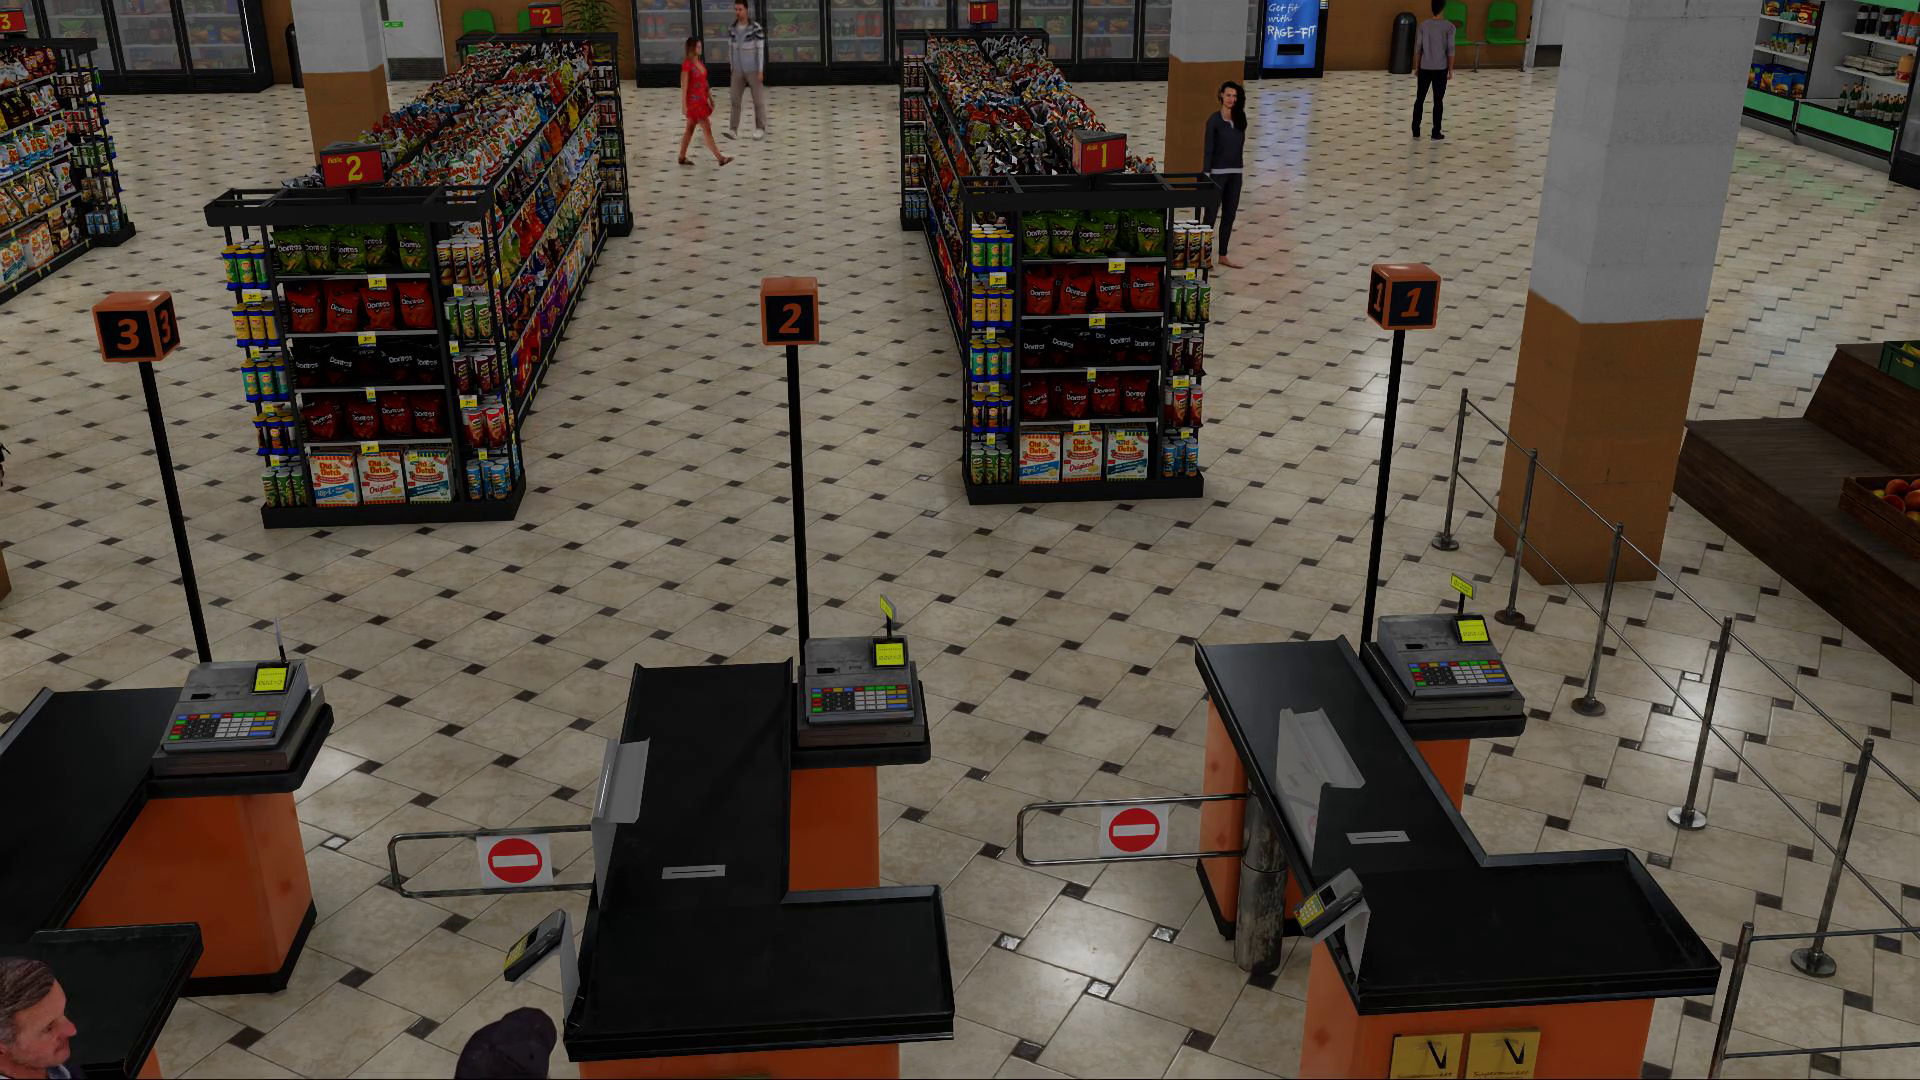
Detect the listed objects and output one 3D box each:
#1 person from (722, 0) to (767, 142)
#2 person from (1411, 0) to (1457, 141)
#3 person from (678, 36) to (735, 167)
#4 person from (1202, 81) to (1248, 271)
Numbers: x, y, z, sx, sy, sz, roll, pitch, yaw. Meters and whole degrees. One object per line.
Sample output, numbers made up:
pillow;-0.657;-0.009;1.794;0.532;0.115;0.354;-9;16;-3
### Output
person;-2.791;-6.249;22.156;0.996;1.821;1.229;7;25;16
person;6.335;-6.317;22.286;0.730;1.842;0.737;13;27;27
person;-3.318;-5.352;20.441;0.945;1.553;1.061;9;25;20
person;2.518;-3.488;15.910;0.683;1.770;0.656;-13;27;-27
